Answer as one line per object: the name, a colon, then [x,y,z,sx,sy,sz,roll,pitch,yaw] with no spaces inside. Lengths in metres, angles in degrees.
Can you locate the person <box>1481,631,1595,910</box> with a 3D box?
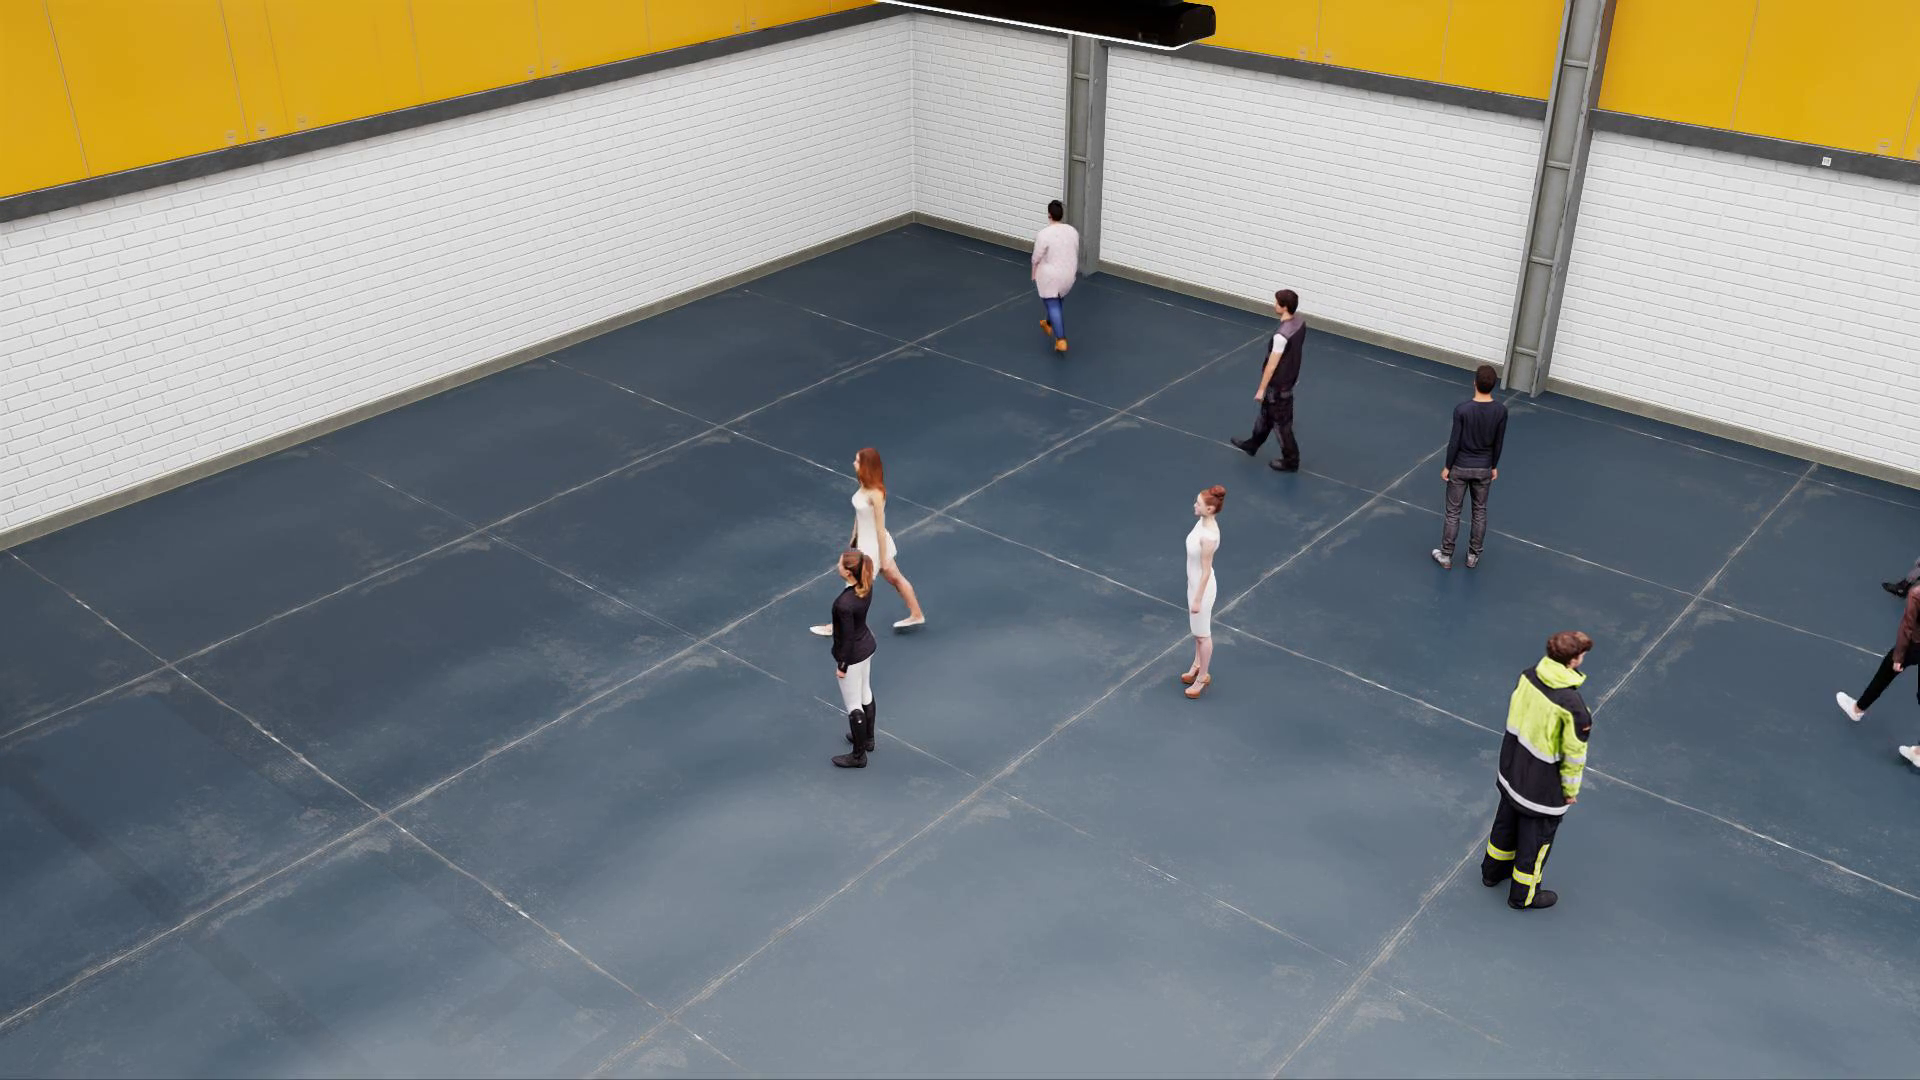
person: [3.644,1.417,10.467,0.930,1.980,0.783,-11,31,-19]

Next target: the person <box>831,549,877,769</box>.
person: [-0.752,0.831,11.804,0.661,1.729,0.645,9,30,15]

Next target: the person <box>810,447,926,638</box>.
person: [-0.603,0.045,13.324,1.112,1.654,1.150,-6,29,-11]

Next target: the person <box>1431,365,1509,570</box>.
person: [4.406,-0.618,14.313,0.696,1.871,0.769,-1,29,-1]

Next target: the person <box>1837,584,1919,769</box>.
person: [6.893,0.850,11.848,1.048,1.654,1.165,-5,29,-10]

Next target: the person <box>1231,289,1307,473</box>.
person: [3.163,-1.503,15.981,1.055,1.827,0.808,15,32,26]

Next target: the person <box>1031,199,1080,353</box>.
person: [1.107,-2.947,18.762,1.059,1.699,1.257,-10,30,-17]

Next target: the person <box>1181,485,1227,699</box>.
person: [1.834,0.384,12.558,0.661,1.793,0.624,0,29,0]
